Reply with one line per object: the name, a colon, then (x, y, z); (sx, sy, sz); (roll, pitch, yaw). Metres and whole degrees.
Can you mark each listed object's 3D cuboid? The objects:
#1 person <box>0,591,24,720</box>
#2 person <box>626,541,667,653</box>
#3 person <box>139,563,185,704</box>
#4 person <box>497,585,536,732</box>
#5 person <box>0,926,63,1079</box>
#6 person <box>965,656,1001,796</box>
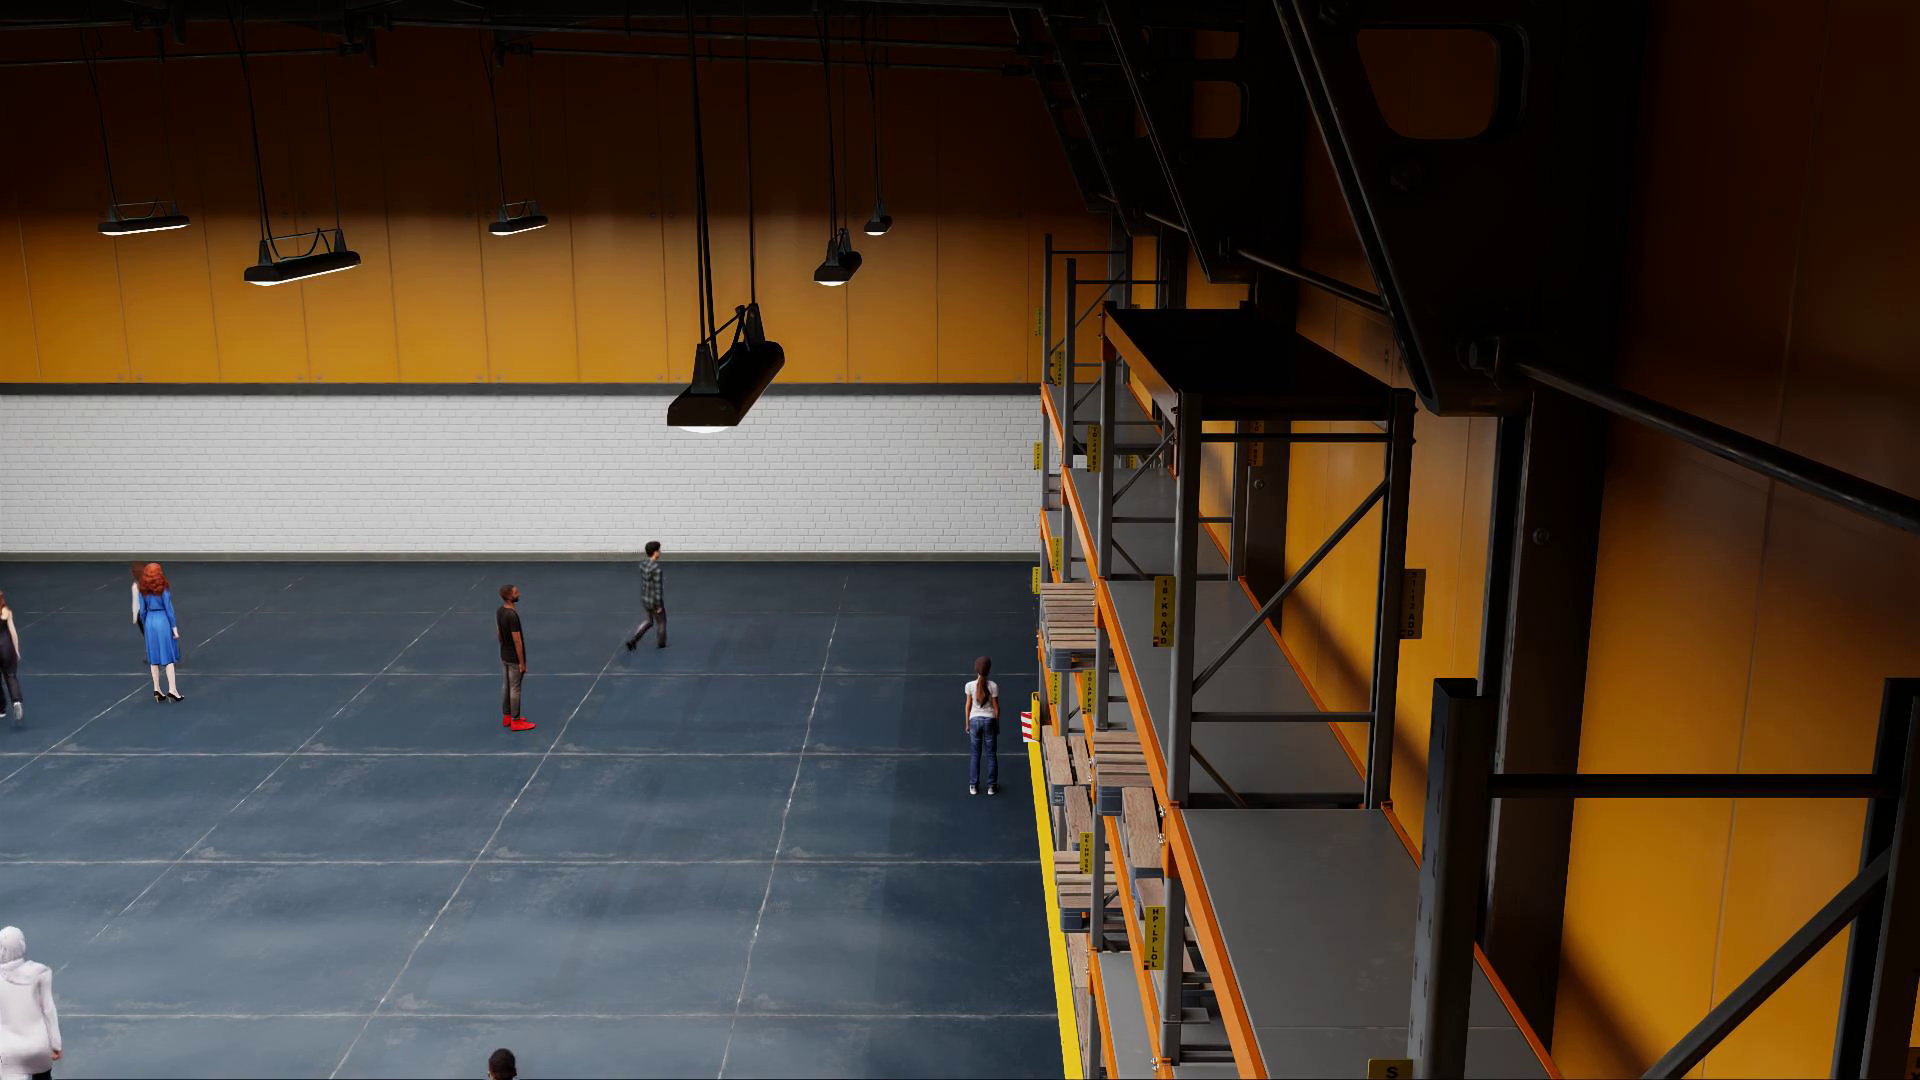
person: (-11.812, 1.413, 20.485); (0.992, 1.724, 1.112); (-11, 17, -38)
person: (-4.414, 0.847, 23.470); (1.009, 1.702, 1.054); (13, 19, 43)
person: (-10.209, 1.184, 21.208); (0.660, 1.828, 0.627); (3, 14, 11)
person: (-5.470, 1.418, 20.294); (0.778, 1.805, 0.685); (-11, 17, -37)
person: (-6.487, 3.575, 11.515); (0.937, 1.743, 1.145); (-7, 15, -27)
person: (0.251, 2.024, 18.306); (0.563, 1.562, 0.546); (2, 14, 8)
